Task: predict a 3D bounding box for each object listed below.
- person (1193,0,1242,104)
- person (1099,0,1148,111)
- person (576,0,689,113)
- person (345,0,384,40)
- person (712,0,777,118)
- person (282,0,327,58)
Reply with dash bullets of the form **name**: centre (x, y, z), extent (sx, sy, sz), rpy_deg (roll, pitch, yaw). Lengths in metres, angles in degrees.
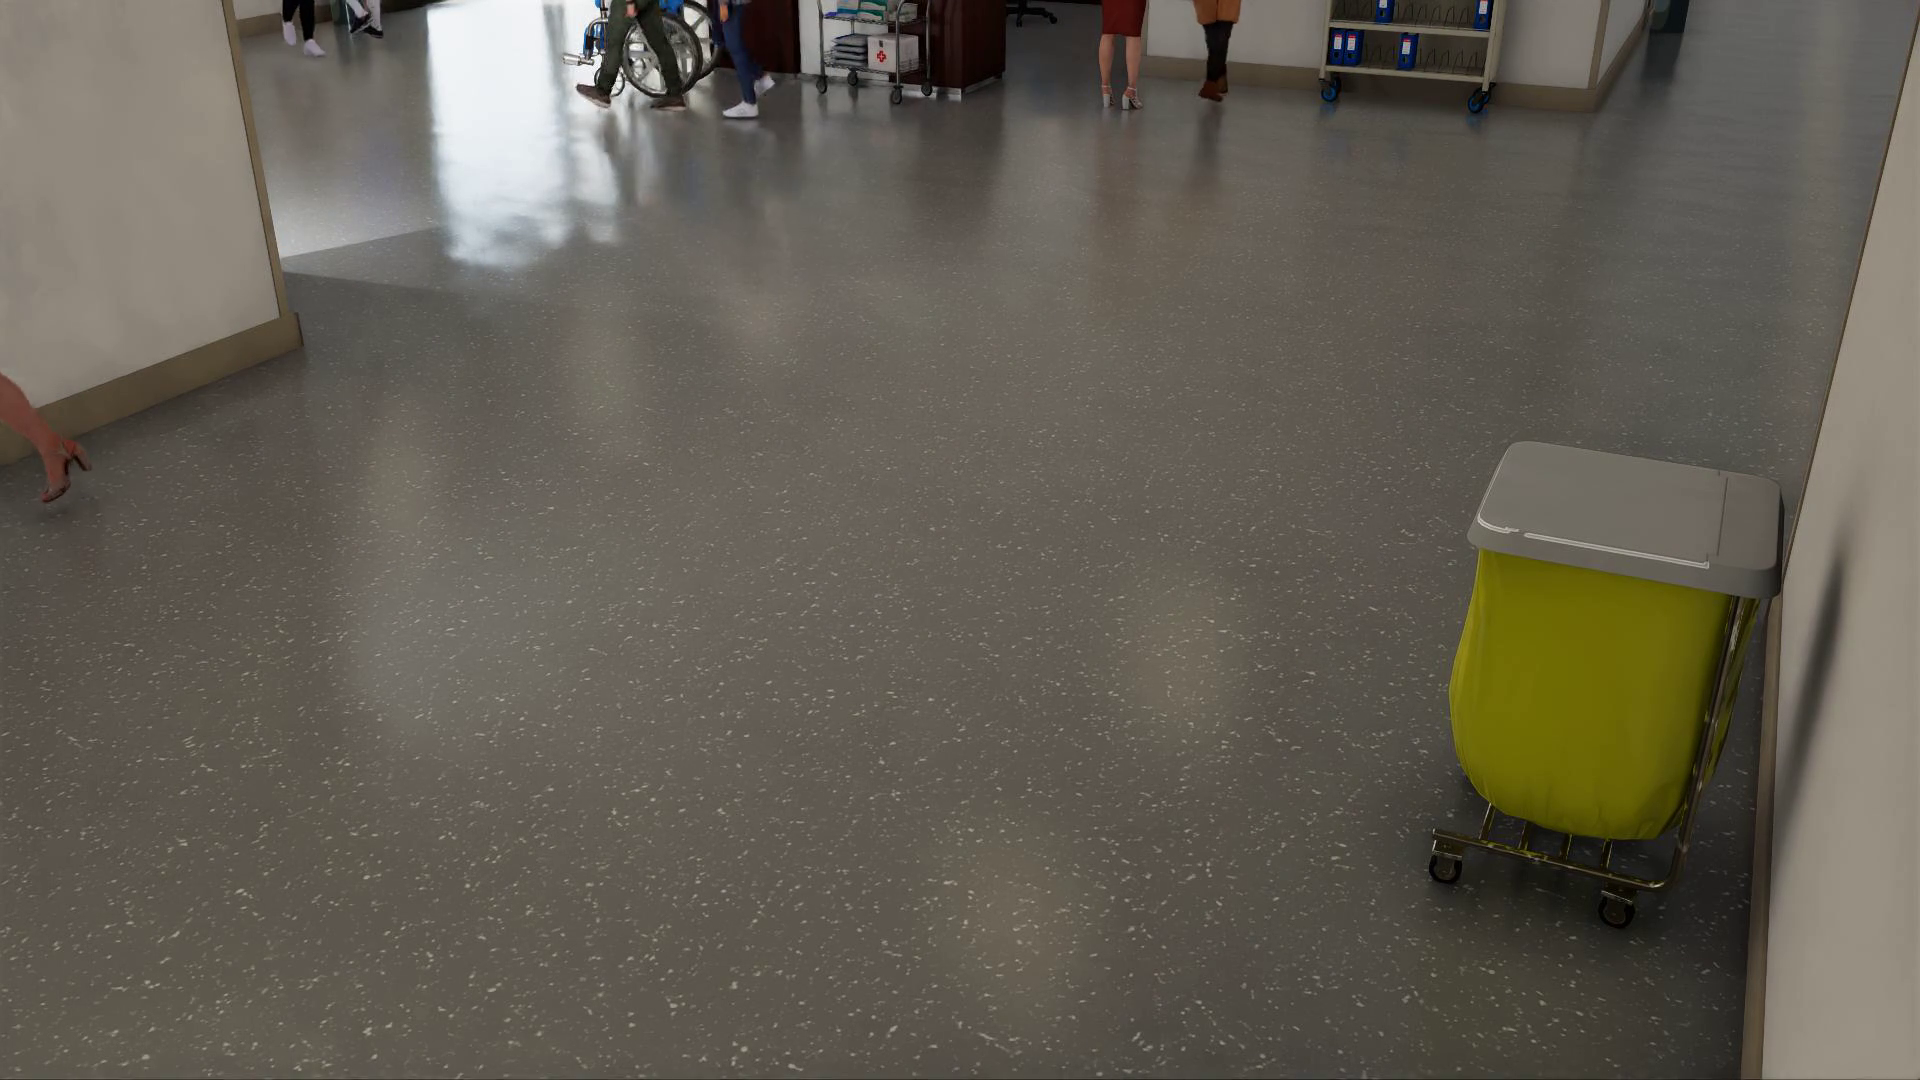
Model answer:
- **person**: centre (1.850, -4.045, 12.075), extent (0.845, 1.699, 0.756), rpy_deg (13, 29, 24)
- **person**: centre (1.186, -4.015, 12.000), extent (0.487, 1.751, 0.680), rpy_deg (15, 30, 29)
- **person**: centre (-2.204, -3.813, 11.744), extent (1.075, 1.609, 0.591), rpy_deg (10, 27, 19)
- **person**: centre (-5.393, -5.366, 14.722), extent (0.791, 1.821, 0.800), rpy_deg (-23, 34, -39)
- **person**: centre (-1.523, -3.843, 11.692), extent (0.826, 1.709, 0.775), rpy_deg (1, 26, 3)
- **person**: centre (-5.637, -4.915, 14.011), extent (0.848, 1.626, 0.724), rpy_deg (21, 33, 37)
